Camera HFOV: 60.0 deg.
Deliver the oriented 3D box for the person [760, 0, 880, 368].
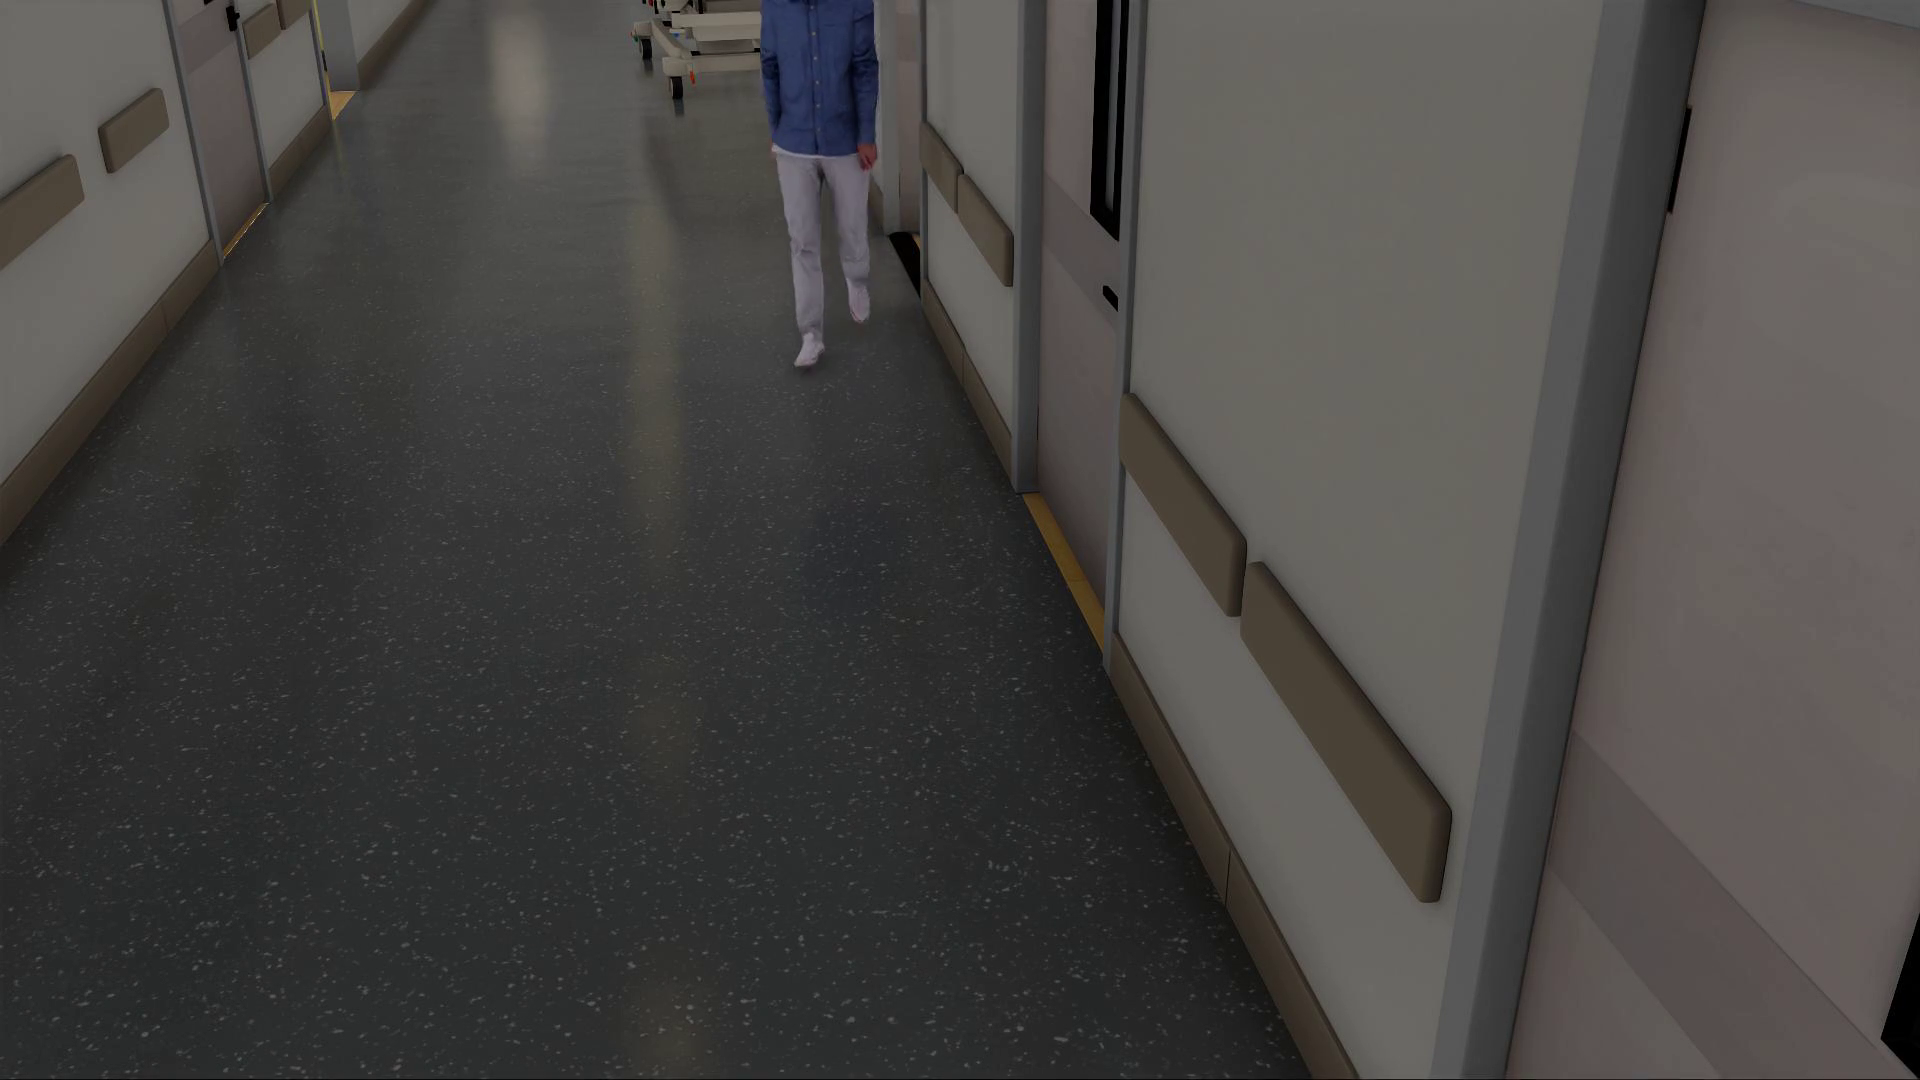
[{"bbox_3d":[-0.564,-1.702,7.028,0.946,1.872,0.837,1,26,3],"label":"person"}]
